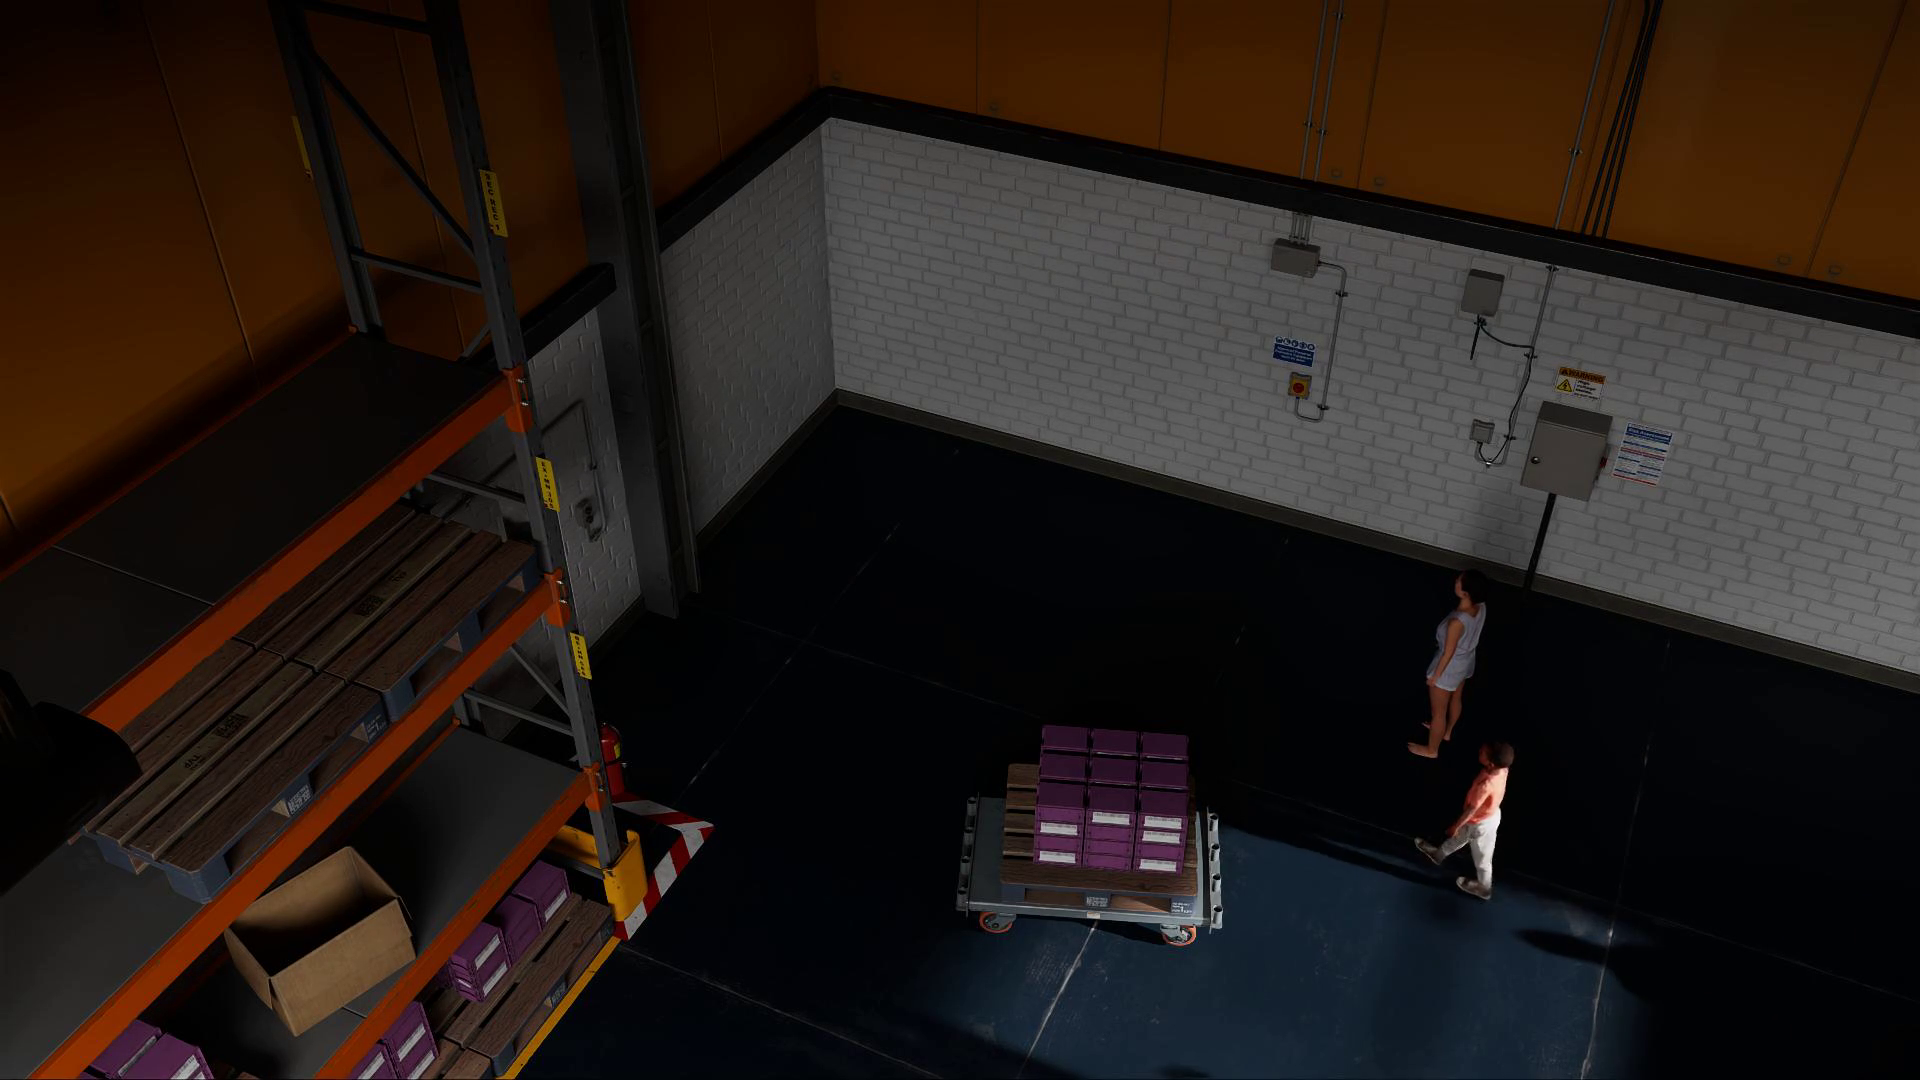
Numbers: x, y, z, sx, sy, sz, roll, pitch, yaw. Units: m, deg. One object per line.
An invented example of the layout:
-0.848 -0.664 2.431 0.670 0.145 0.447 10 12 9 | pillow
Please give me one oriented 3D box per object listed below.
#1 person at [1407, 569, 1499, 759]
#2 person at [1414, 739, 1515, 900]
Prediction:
3.373 0.836 11.360 0.675 1.605 0.562 27 46 30 | person
3.335 1.778 10.434 0.676 1.289 0.790 26 45 28 | person
